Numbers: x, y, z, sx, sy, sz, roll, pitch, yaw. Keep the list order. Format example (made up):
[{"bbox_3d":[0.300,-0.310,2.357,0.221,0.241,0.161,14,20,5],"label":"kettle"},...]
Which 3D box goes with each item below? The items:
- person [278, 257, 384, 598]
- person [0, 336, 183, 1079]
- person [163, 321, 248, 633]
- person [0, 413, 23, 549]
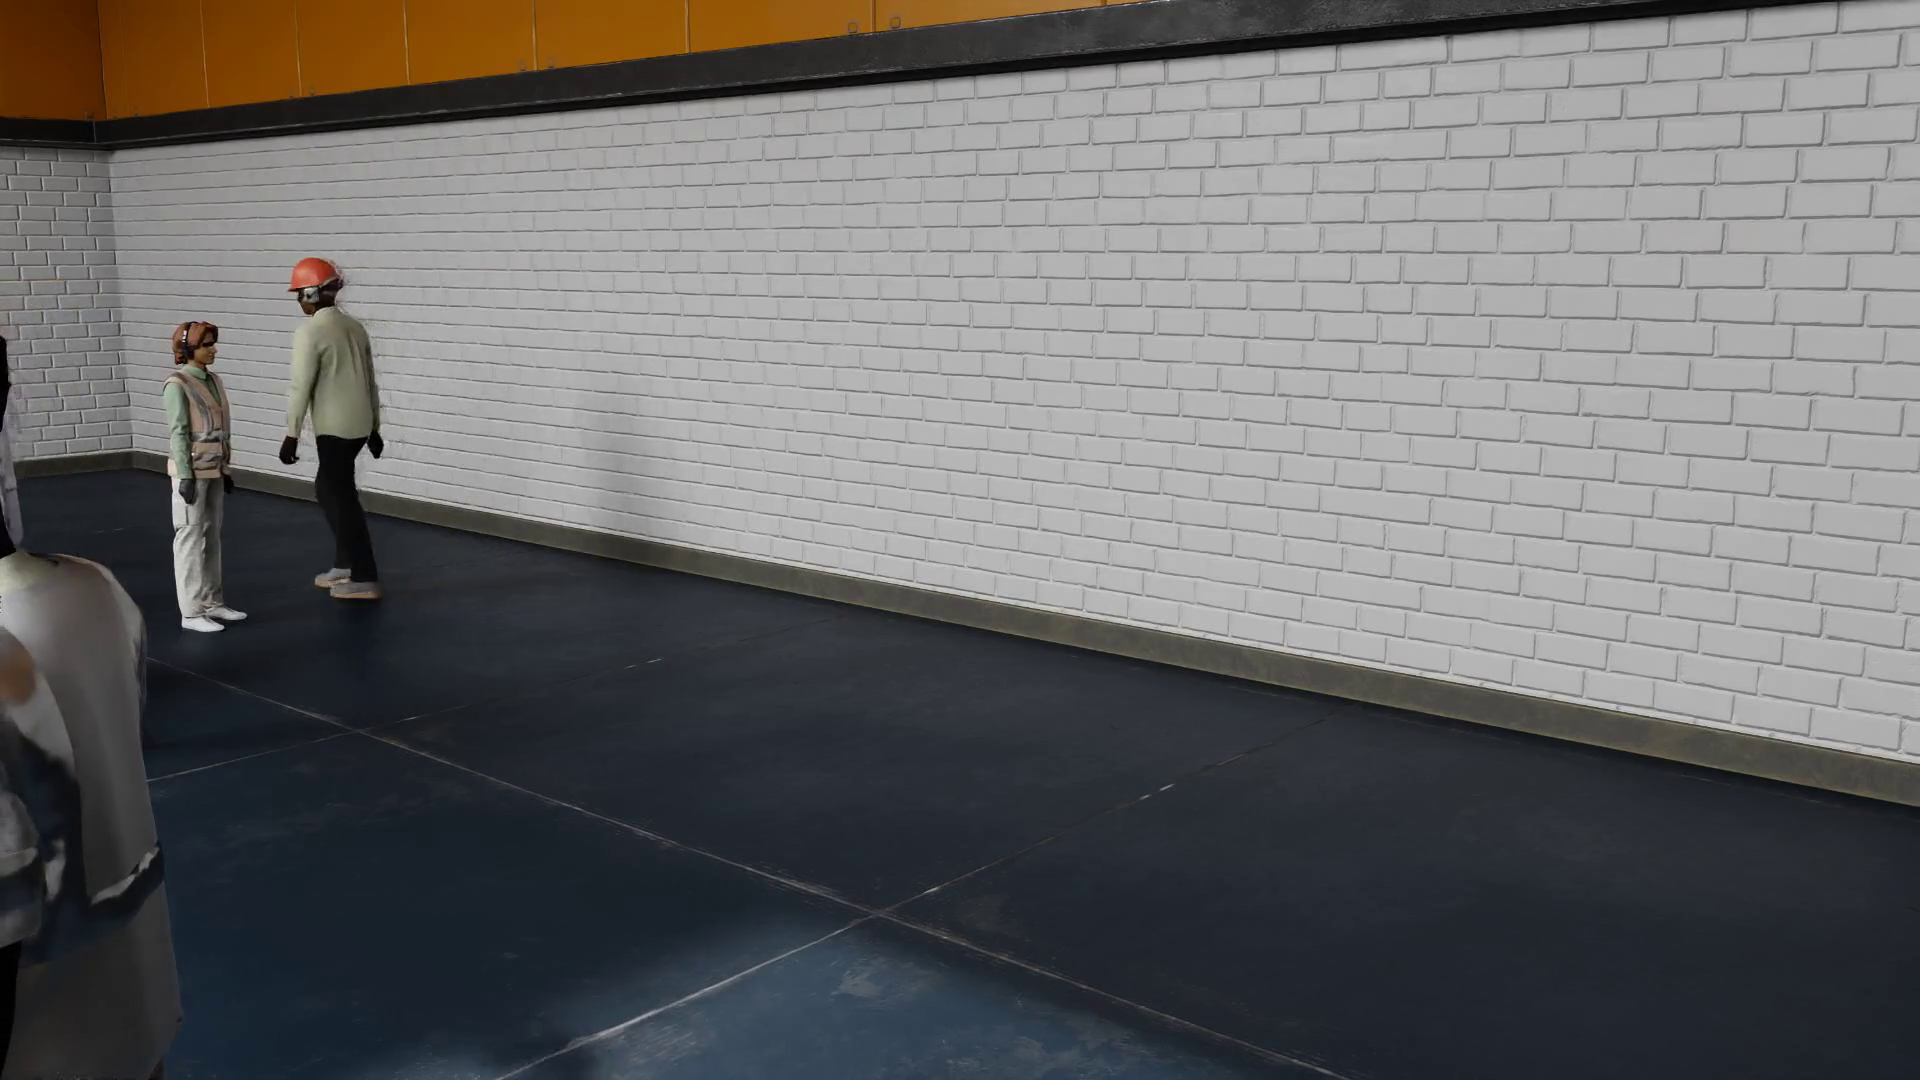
[{"bbox_3d":[-3.662,-0.634,9.606,0.656,1.968,0.616,1,10,7],"label":"person"},{"bbox_3d":[-1.222,0.676,2.157,0.373,1.960,0.601,-2,10,-10],"label":"person"},{"bbox_3d":[-4.036,-0.340,8.854,0.315,1.641,0.515,0,10,1],"label":"person"},{"bbox_3d":[-3.749,-0.021,6.365,1.009,1.888,0.557,-6,12,-30],"label":"person"}]
